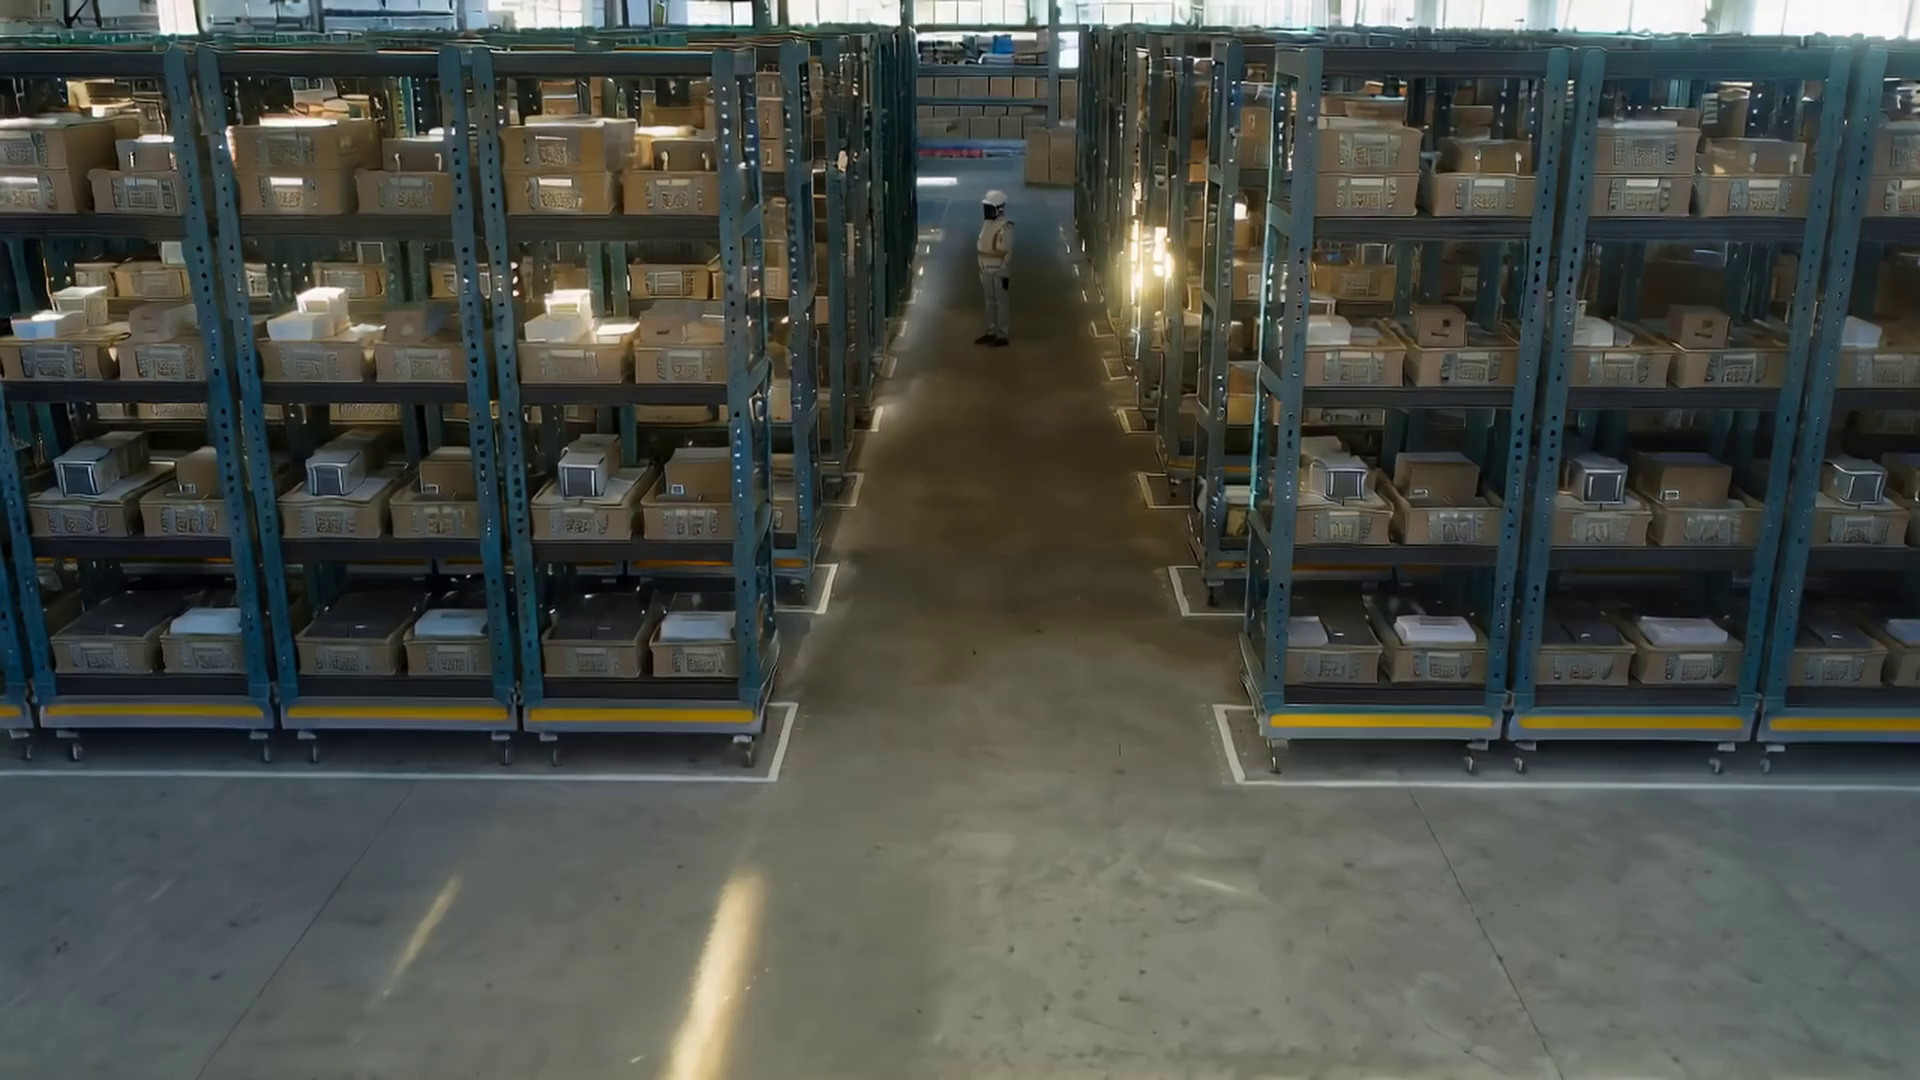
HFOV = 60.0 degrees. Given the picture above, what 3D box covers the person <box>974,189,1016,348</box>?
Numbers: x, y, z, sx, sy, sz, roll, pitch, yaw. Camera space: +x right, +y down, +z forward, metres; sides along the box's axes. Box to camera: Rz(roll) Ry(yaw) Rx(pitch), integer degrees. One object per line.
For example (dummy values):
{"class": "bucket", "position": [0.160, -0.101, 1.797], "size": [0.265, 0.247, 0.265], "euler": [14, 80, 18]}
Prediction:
{"class": "person", "position": [0.396, -3.176, 19.480], "size": [0.404, 1.830, 0.602], "euler": [-11, 21, -32]}
